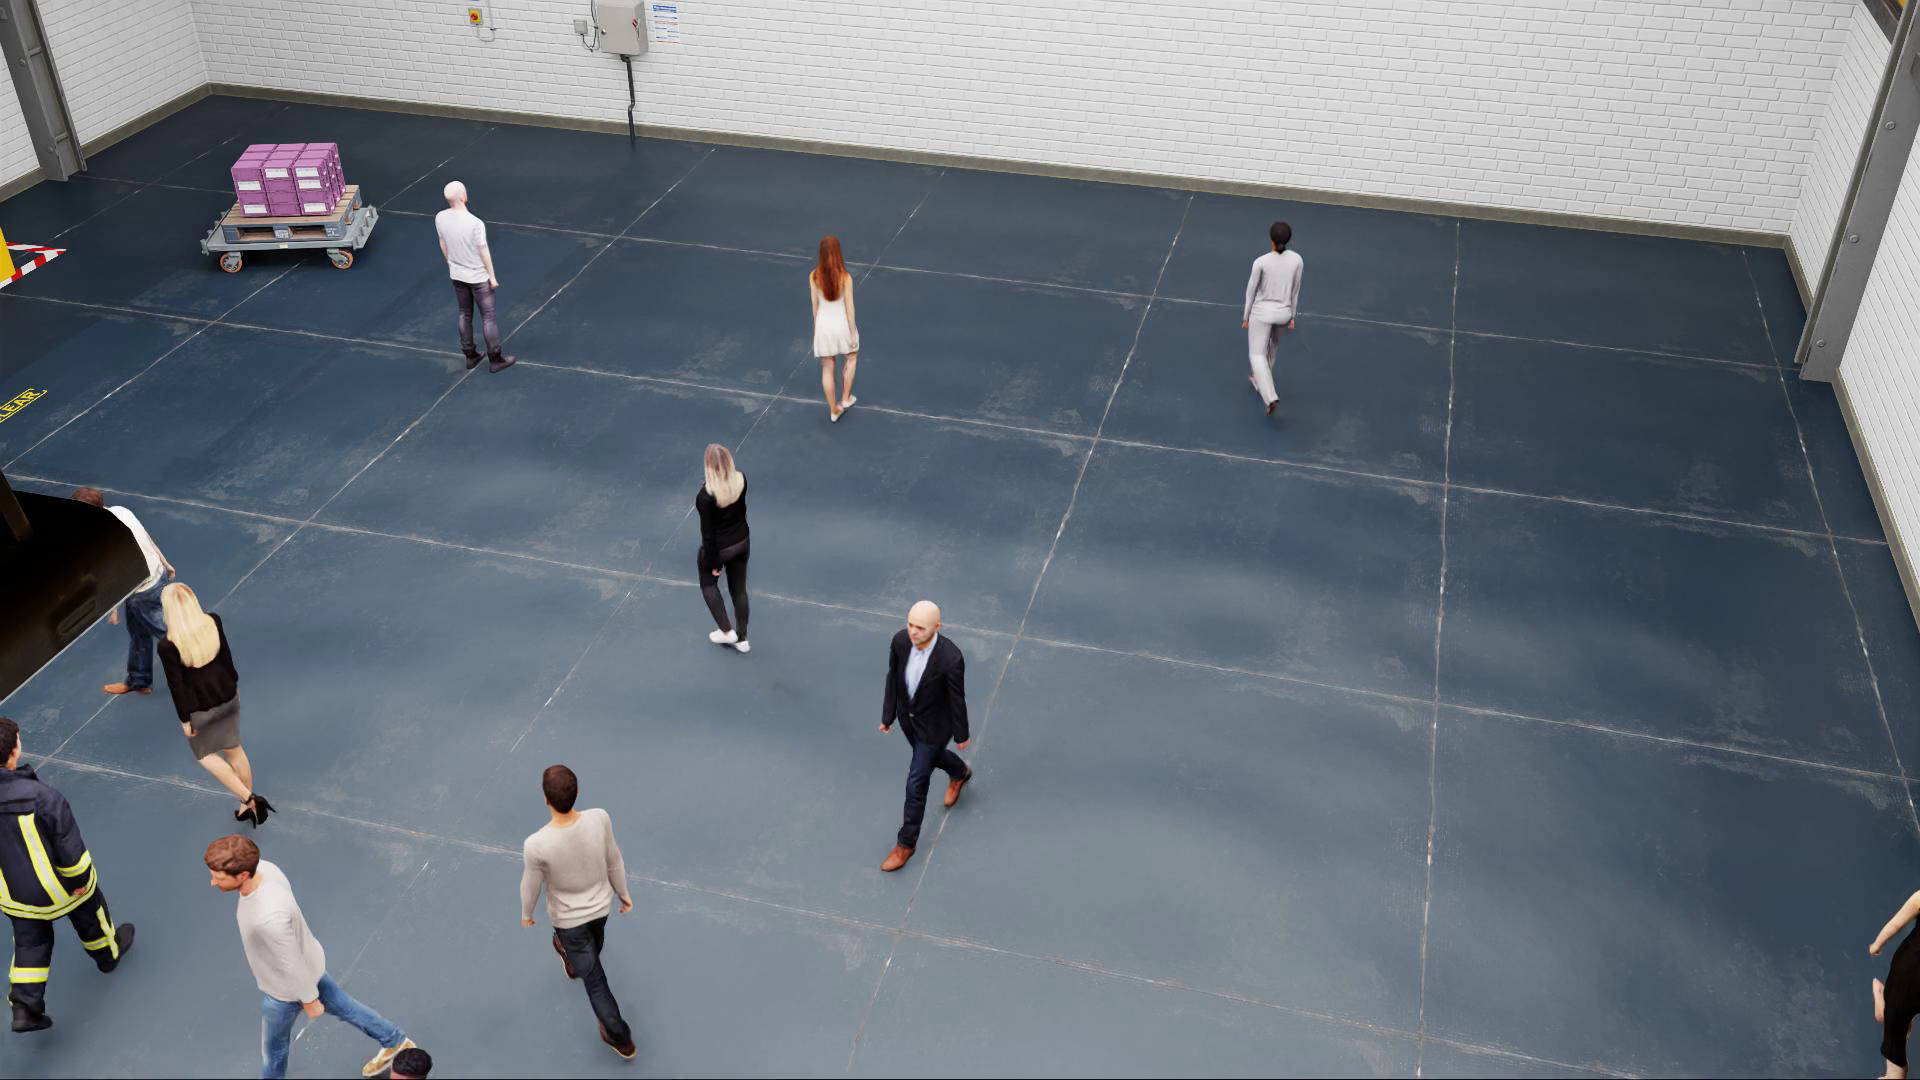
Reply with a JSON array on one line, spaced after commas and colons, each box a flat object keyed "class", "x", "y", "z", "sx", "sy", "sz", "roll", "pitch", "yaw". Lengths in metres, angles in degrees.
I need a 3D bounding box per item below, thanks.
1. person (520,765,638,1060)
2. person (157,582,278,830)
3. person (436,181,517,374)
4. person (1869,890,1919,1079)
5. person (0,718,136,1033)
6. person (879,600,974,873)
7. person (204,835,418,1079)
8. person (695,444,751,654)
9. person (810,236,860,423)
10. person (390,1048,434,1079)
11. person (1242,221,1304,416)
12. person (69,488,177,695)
[{"class": "person", "x": -1.927, "y": 1.996, "z": 8.667, "sx": 1.190, "sy": 1.821, "sz": 1.152, "roll": -25, "pitch": 41, "yaw": -32}, {"class": "person", "x": -4.455, "y": 1.056, "z": 10.072, "sx": 0.770, "sy": 1.831, "sz": 0.766, "roll": 17, "pitch": 37, "yaw": 24}, {"class": "person", "x": -4.507, "y": -2.425, "z": 15.307, "sx": 0.680, "sy": 1.832, "sz": 0.620, "roll": 13, "pitch": 36, "yaw": 18}, {"class": "person", "x": 4.924, "y": 2.270, "z": 8.470, "sx": 0.612, "sy": 1.582, "sz": 1.043, "roll": 7, "pitch": 34, "yaw": 11}, {"class": "person", "x": -4.973, "y": 1.809, "z": 8.877, "sx": 0.961, "sy": 1.899, "sz": 1.251, "roll": 0, "pitch": 34, "yaw": 1}, {"class": "person", "x": -0.168, "y": 1.067, "z": 10.108, "sx": 1.014, "sy": 1.773, "sz": 1.309, "roll": 23, "pitch": 40, "yaw": 31}, {"class": "person", "x": -3.271, "y": 2.160, "z": 8.396, "sx": 1.209, "sy": 1.848, "sz": 1.217, "roll": -14, "pitch": 36, "yaw": -20}, {"class": "person", "x": -1.580, "y": 0.101, "z": 11.653, "sx": 0.692, "sy": 1.671, "sz": 0.781, "roll": -27, "pitch": 42, "yaw": -35}, {"class": "person", "x": -1.120, "y": -1.797, "z": 14.482, "sx": 0.580, "sy": 1.701, "sz": 0.626, "roll": 7, "pitch": 34, "yaw": 11}, {"class": "person", "x": -2.466, "y": 2.840, "z": 7.931, "sx": 0.621, "sy": 1.231, "sz": 0.844, "roll": 15, "pitch": 37, "yaw": 22}, {"class": "person", "x": 2.770, "y": -1.947, "z": 14.700, "sx": 0.931, "sy": 1.709, "sz": 1.168, "roll": -6, "pitch": 34, "yaw": -9}, {"class": "person", "x": -5.383, "y": 0.358, "z": 11.157, "sx": 1.054, "sy": 1.793, "sz": 1.122, "roll": 1, "pitch": 34, "yaw": 2}]
